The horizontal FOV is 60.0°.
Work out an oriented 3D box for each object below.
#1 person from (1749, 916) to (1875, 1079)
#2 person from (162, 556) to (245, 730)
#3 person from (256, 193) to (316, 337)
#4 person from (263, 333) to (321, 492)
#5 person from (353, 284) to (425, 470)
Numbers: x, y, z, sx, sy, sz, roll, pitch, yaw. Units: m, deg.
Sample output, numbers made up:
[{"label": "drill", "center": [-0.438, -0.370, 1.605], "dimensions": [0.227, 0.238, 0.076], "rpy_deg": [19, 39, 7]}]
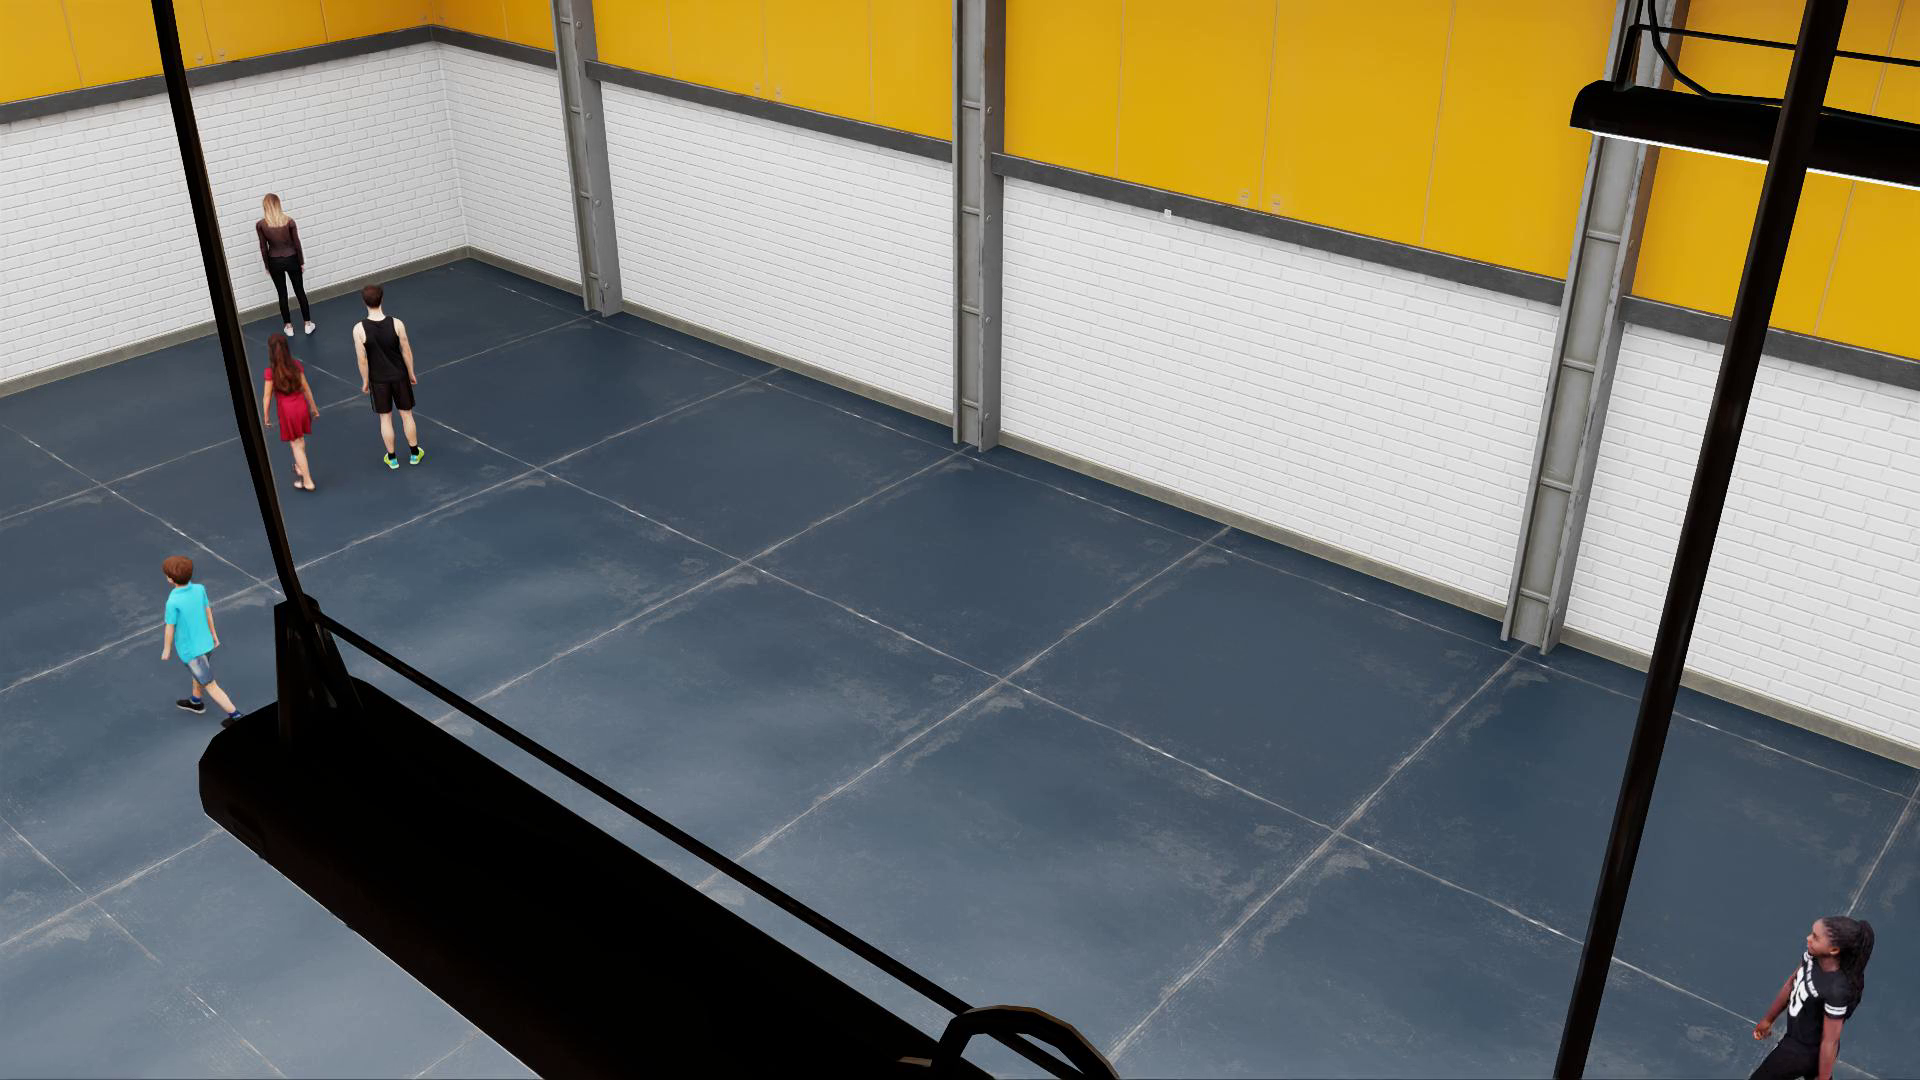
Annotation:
[{"label": "person", "center": [4.539, 2.686, 8.739], "dimensions": [1.277, 1.684, 0.909], "rpy_deg": [9, 30, 15]}, {"label": "person", "center": [-5.685, 0.799, 12.474], "dimensions": [1.017, 1.420, 0.788], "rpy_deg": [8, 30, 15]}, {"label": "person", "center": [-7.962, -3.245, 19.593], "dimensions": [0.673, 1.703, 0.680], "rpy_deg": [-9, 30, -15]}, {"label": "person", "center": [-6.410, -1.218, 16.064], "dimensions": [0.856, 1.523, 0.693], "rpy_deg": [23, 36, 35]}, {"label": "person", "center": [-5.638, -1.611, 16.400], "dimensions": [0.763, 1.892, 0.757], "rpy_deg": [-11, 31, -19]}]
